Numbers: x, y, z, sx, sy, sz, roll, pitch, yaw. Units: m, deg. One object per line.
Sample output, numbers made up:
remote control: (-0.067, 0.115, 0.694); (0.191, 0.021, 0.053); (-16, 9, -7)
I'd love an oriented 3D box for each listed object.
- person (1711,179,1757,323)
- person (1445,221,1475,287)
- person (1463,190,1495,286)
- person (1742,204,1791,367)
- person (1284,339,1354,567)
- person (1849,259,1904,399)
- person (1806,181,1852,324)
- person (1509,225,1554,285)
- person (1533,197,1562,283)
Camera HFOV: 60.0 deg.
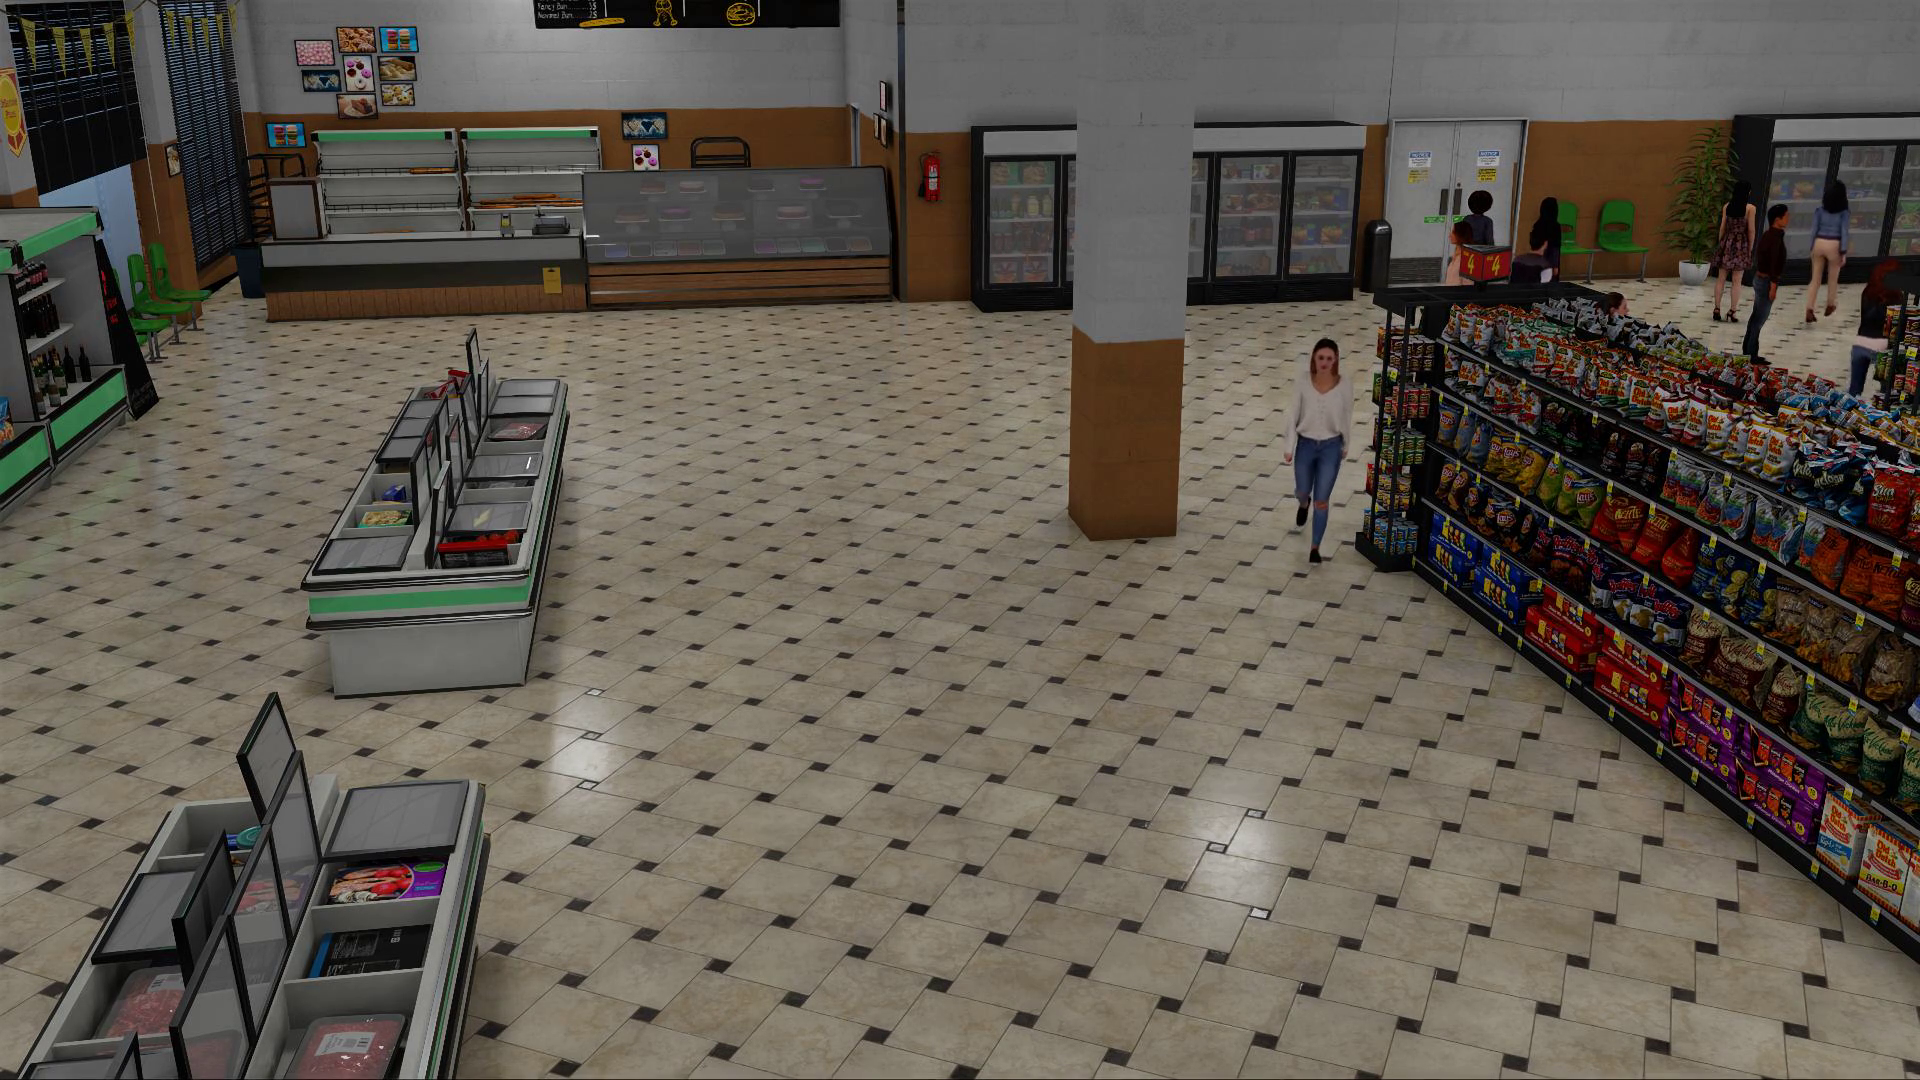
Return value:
person: (9.721, -3.632, 20.883); (0.860, 1.774, 0.784); (-17, 25, -41)
person: (5.141, -2.390, 17.173); (0.692, 1.790, 0.516); (0, 19, 1)
person: (6.278, -3.399, 20.293); (0.635, 1.710, 0.731); (17, 25, 41)
person: (8.987, -2.851, 18.557); (0.777, 1.779, 0.603); (4, 19, 13)
person: (2.648, -0.674, 12.291); (0.934, 1.658, 1.180); (5, 19, 14)
person: (8.108, -1.613, 14.901); (0.829, 1.770, 0.904); (-12, 22, -31)
person: (10.699, -3.506, 20.611); (1.197, 1.709, 1.195); (16, 24, 39)
person: (5.538, -2.157, 16.451); (1.077, 1.810, 1.237); (-14, 23, -35)
person: (7.203, -3.415, 20.494); (0.673, 1.611, 0.545); (-5, 19, -15)
